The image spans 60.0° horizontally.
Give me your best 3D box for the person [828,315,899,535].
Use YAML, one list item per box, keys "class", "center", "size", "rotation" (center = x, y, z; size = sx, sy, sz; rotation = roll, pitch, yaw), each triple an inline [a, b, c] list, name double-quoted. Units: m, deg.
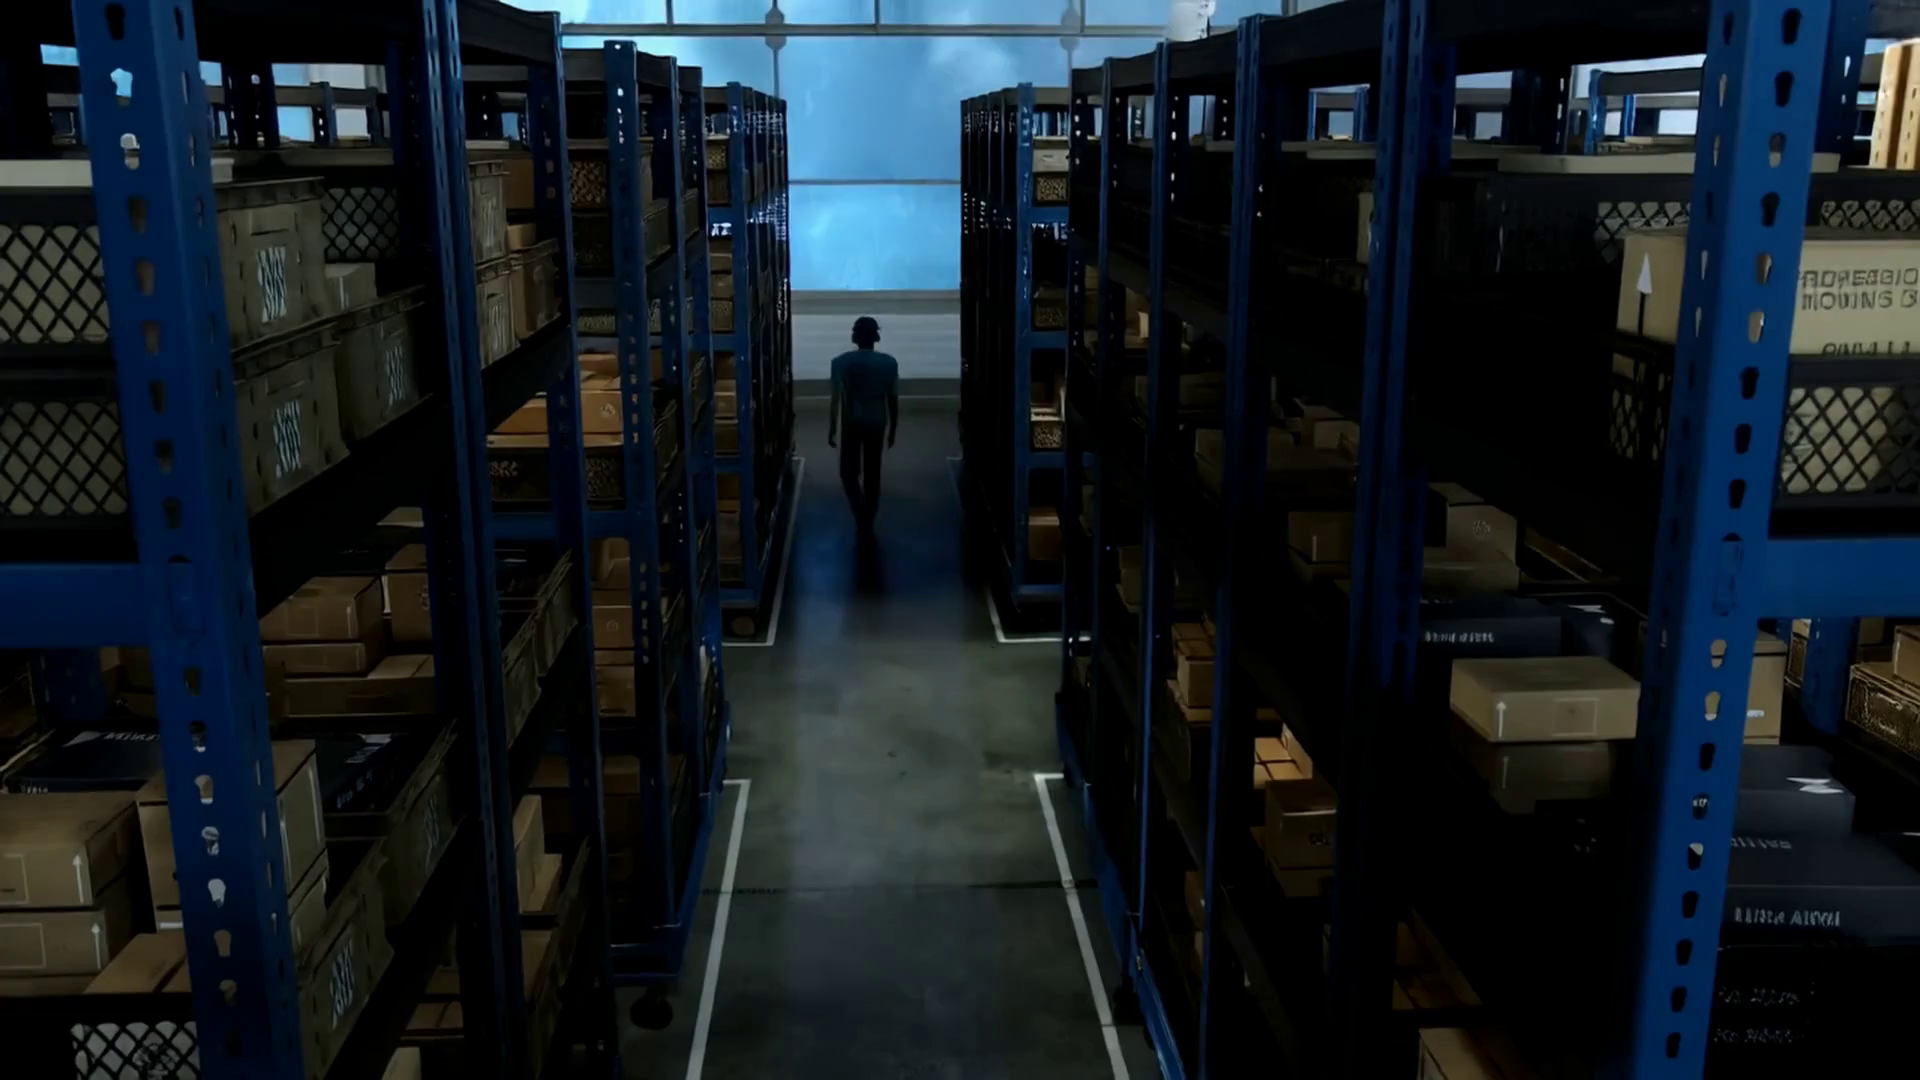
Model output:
- class: "person"
  center: [-0.786, -0.930, 13.727]
  size: [0.589, 1.829, 0.624]
  rotation: [-4, 14, -15]
